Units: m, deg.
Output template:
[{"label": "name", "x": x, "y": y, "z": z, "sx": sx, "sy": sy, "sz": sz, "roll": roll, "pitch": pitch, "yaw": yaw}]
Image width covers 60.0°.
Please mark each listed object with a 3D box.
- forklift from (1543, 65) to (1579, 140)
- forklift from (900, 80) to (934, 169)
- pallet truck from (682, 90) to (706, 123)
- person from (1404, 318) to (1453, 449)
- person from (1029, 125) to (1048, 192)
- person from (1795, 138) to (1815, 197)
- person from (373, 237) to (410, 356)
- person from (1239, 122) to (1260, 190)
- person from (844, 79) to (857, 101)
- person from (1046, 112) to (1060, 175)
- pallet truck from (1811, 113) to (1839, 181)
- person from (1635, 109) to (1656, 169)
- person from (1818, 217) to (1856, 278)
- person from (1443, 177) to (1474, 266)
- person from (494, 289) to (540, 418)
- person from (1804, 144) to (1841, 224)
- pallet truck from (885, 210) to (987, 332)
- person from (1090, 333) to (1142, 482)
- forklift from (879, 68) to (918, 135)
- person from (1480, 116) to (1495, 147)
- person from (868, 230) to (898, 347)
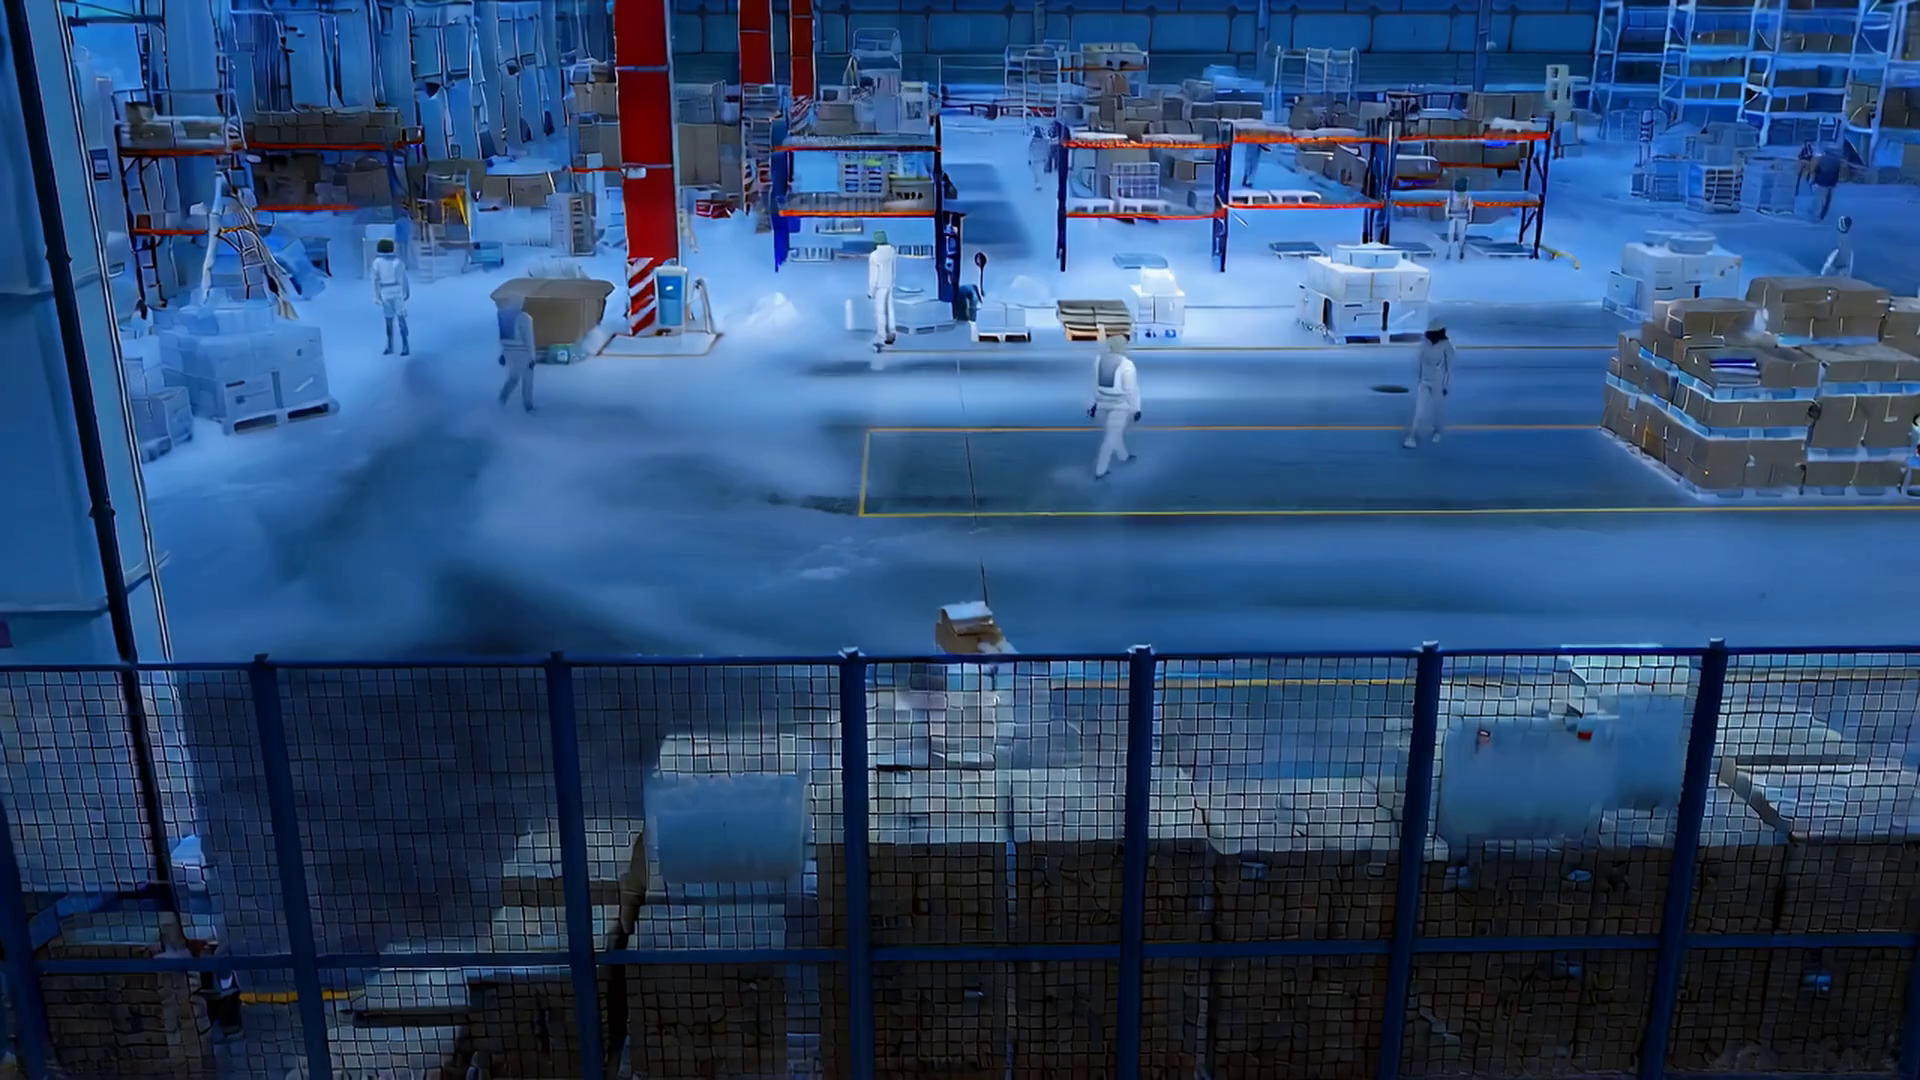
[{"label": "forklift", "x": 22.435, "y": -16.536, "z": 62.927, "sx": 1.129, "sy": 2.768, "sz": 1.873, "roll": -10, "pitch": 21, "yaw": -26}, {"label": "forklift", "x": -1.439, "y": -13.389, "z": 53.591, "sx": 1.129, "sy": 2.768, "sz": 1.873, "roll": -2, "pitch": 19, "yaw": -6}, {"label": "pallet truck", "x": -9.671, "y": -15.907, "z": 62.421, "sx": 0.823, "sy": 1.965, "sz": 1.885, "roll": 5, "pitch": 19, "yaw": 15}, {"label": "person", "x": 6.190, "y": -2.068, "z": 21.819, "sx": 0.504, "sy": 1.714, "sz": 0.750, "roll": 16, "pitch": 24, "yaw": 39}, {"label": "person", "x": 2.298, "y": -11.018, "z": 48.080, "sx": 0.590, "sy": 1.900, "sz": 0.829, "roll": -8, "pitch": 20, "yaw": -22}, {"label": "person", "x": 23.899, "y": -10.528, "z": 47.019, "sx": 0.523, "sy": 1.636, "sz": 0.310, "roll": -7, "pitch": 20, "yaw": -19}, {"label": "person", "x": -9.250, "y": -3.957, "z": 27.062, "sx": 0.551, "sy": 1.935, "sz": 0.372, "roll": 1, "pitch": 19, "yaw": 4}, {"label": "person", "x": 8.454, "y": -11.216, "z": 48.615, "sx": 0.656, "sy": 1.925, "sz": 0.437, "roll": 10, "pitch": 21, "yaw": 28}, {"label": "person", "x": -4.629, "y": -18.622, "z": 70.624, "sx": 0.631, "sy": 1.911, "sz": 0.940, "roll": 7, "pitch": 20, "yaw": 21}, {"label": "person", "x": 2.966, "y": -12.576, "z": 52.705, "sx": 0.557, "sy": 1.886, "sz": 0.988, "roll": -1, "pitch": 19, "yaw": -4}, {"label": "pallet truck", "x": 26.403, "y": -11.957, "z": 50.702, "sx": 0.823, "sy": 1.965, "sz": 1.885, "roll": 6, "pitch": 19, "yaw": 16}, {"label": "person", "x": 22.256, "y": -12.993, "z": 53.915, "sx": 0.396, "sy": 1.911, "sz": 0.588, "roll": -8, "pitch": 20, "yaw": -22}, {"label": "person", "x": 15.858, "y": -4.904, "z": 30.057, "sx": 0.541, "sy": 1.821, "sz": 0.971, "roll": -14, "pitch": 23, "yaw": -35}, {"label": "person", "x": 10.688, "y": -6.830, "z": 35.689, "sx": 0.573, "sy": 1.876, "sz": 0.355, "roll": 9, "pitch": 20, "yaw": 24}, {"label": "person", "x": -6.180, "y": -2.575, "z": 23.138, "sx": 0.631, "sy": 1.827, "sz": 0.553, "roll": 12, "pitch": 22, "yaw": 31}, {"label": "person", "x": 21.811, "y": -9.022, "z": 42.054, "sx": 0.631, "sy": 1.956, "sz": 0.879, "roll": 0, "pitch": 19, "yaw": 0}, {"label": "pallet truck", "x": -0.493, "y": -4.759, "z": 29.349, "sx": 1.885, "sy": 1.965, "sz": 0.823, "roll": -13, "pitch": 23, "yaw": -34}, {"label": "person", "x": 1.945, "y": -1.652, "z": 20.457, "sx": 0.969, "sy": 1.788, "sz": 0.656, "roll": -17, "pitch": 25, "yaw": -41}, {"label": "forklift", "x": -2.566, "y": -15.673, "z": 60.368, "sx": 1.873, "sy": 2.768, "sz": 1.129, "roll": -10, "pitch": 21, "yaw": -26}, {"label": "person", "x": 17.334, "y": -13.141, "z": 54.805, "sx": 0.515, "sy": 1.622, "sz": 0.542, "roll": -4, "pitch": 19, "yaw": -12}, {"label": "person", "x": -1.304, "y": -4.202, "z": 27.786, "sx": 0.361, "sy": 1.939, "sz": 0.635, "roll": 14, "pitch": 23, "yaw": 36}]
